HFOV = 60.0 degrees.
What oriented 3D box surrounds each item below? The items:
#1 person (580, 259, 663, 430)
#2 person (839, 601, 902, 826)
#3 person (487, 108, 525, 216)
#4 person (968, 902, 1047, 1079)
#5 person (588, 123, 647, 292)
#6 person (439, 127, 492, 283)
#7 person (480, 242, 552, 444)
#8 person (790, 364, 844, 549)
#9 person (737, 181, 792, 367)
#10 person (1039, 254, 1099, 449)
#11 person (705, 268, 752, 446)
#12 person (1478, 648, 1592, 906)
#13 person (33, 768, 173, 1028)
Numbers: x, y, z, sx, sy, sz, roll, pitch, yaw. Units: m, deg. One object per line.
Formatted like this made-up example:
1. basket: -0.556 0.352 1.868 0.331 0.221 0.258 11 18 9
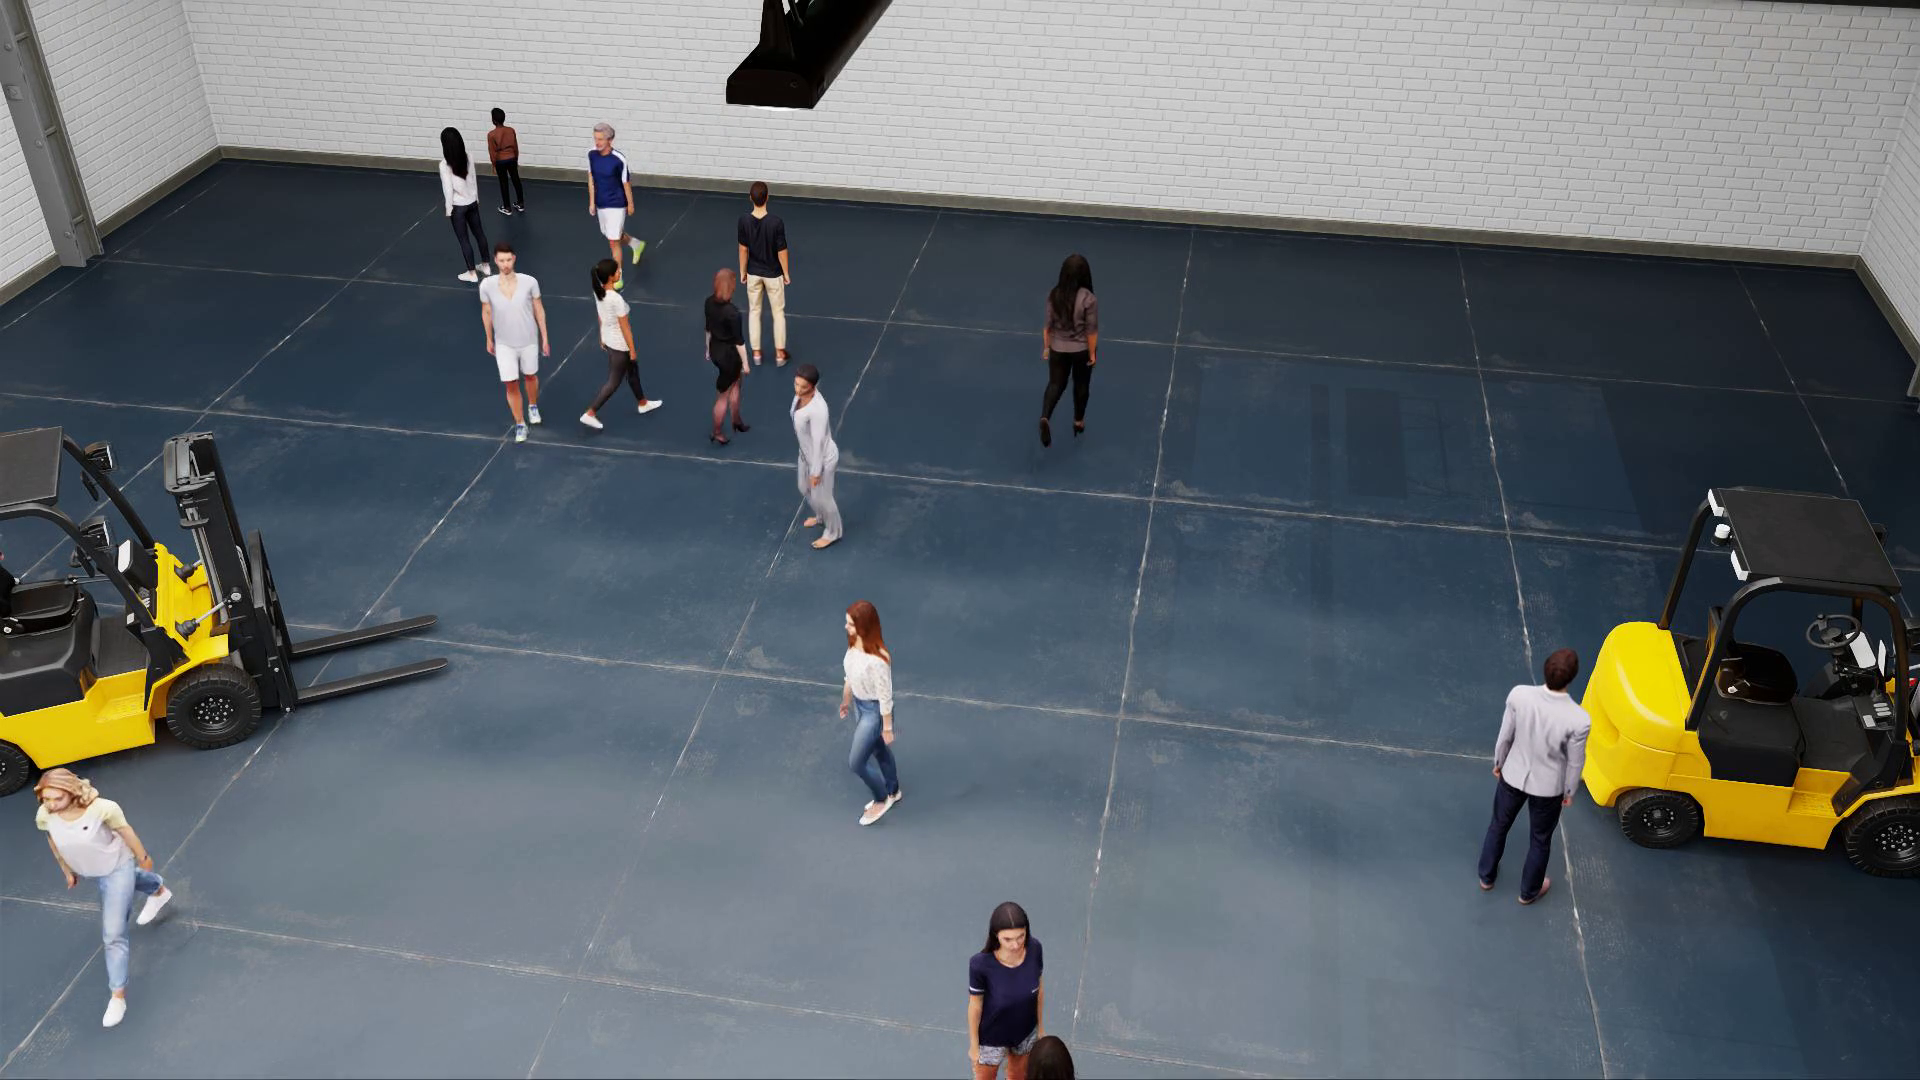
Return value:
1. person: -3.191 -1.751 15.131 1.131 1.609 1.041 -23 40 -30
2. person: -0.490 1.082 10.775 0.791 1.713 0.719 -12 36 -18
3. person: -5.336 -4.454 19.519 0.566 1.252 0.643 -26 41 -33
4. person: 0.230 2.525 8.554 0.661 1.766 0.684 -13 36 -19
5. person: -3.666 -3.599 17.727 0.898 1.812 1.198 18 38 25
6. person: -5.325 -3.605 17.838 0.744 1.700 0.607 18 38 25
7. person: -4.030 -1.874 15.116 0.943 1.829 1.075 -9 35 -13
8. person: -1.122 -0.710 13.478 0.908 1.704 0.816 -7 34 -11
9. person: -1.897 -2.580 16.159 0.648 1.850 0.564 4 34 6
10. person: 0.948 -1.609 14.731 0.776 1.815 1.061 13 36 18
11. person: -2.155 -1.573 14.797 0.837 1.682 0.780 -27 42 -34
12. person: 3.492 1.433 10.120 0.758 1.851 0.744 23 40 30
13. person: -4.922 1.868 9.668 0.817 1.629 1.359 1 34 1
